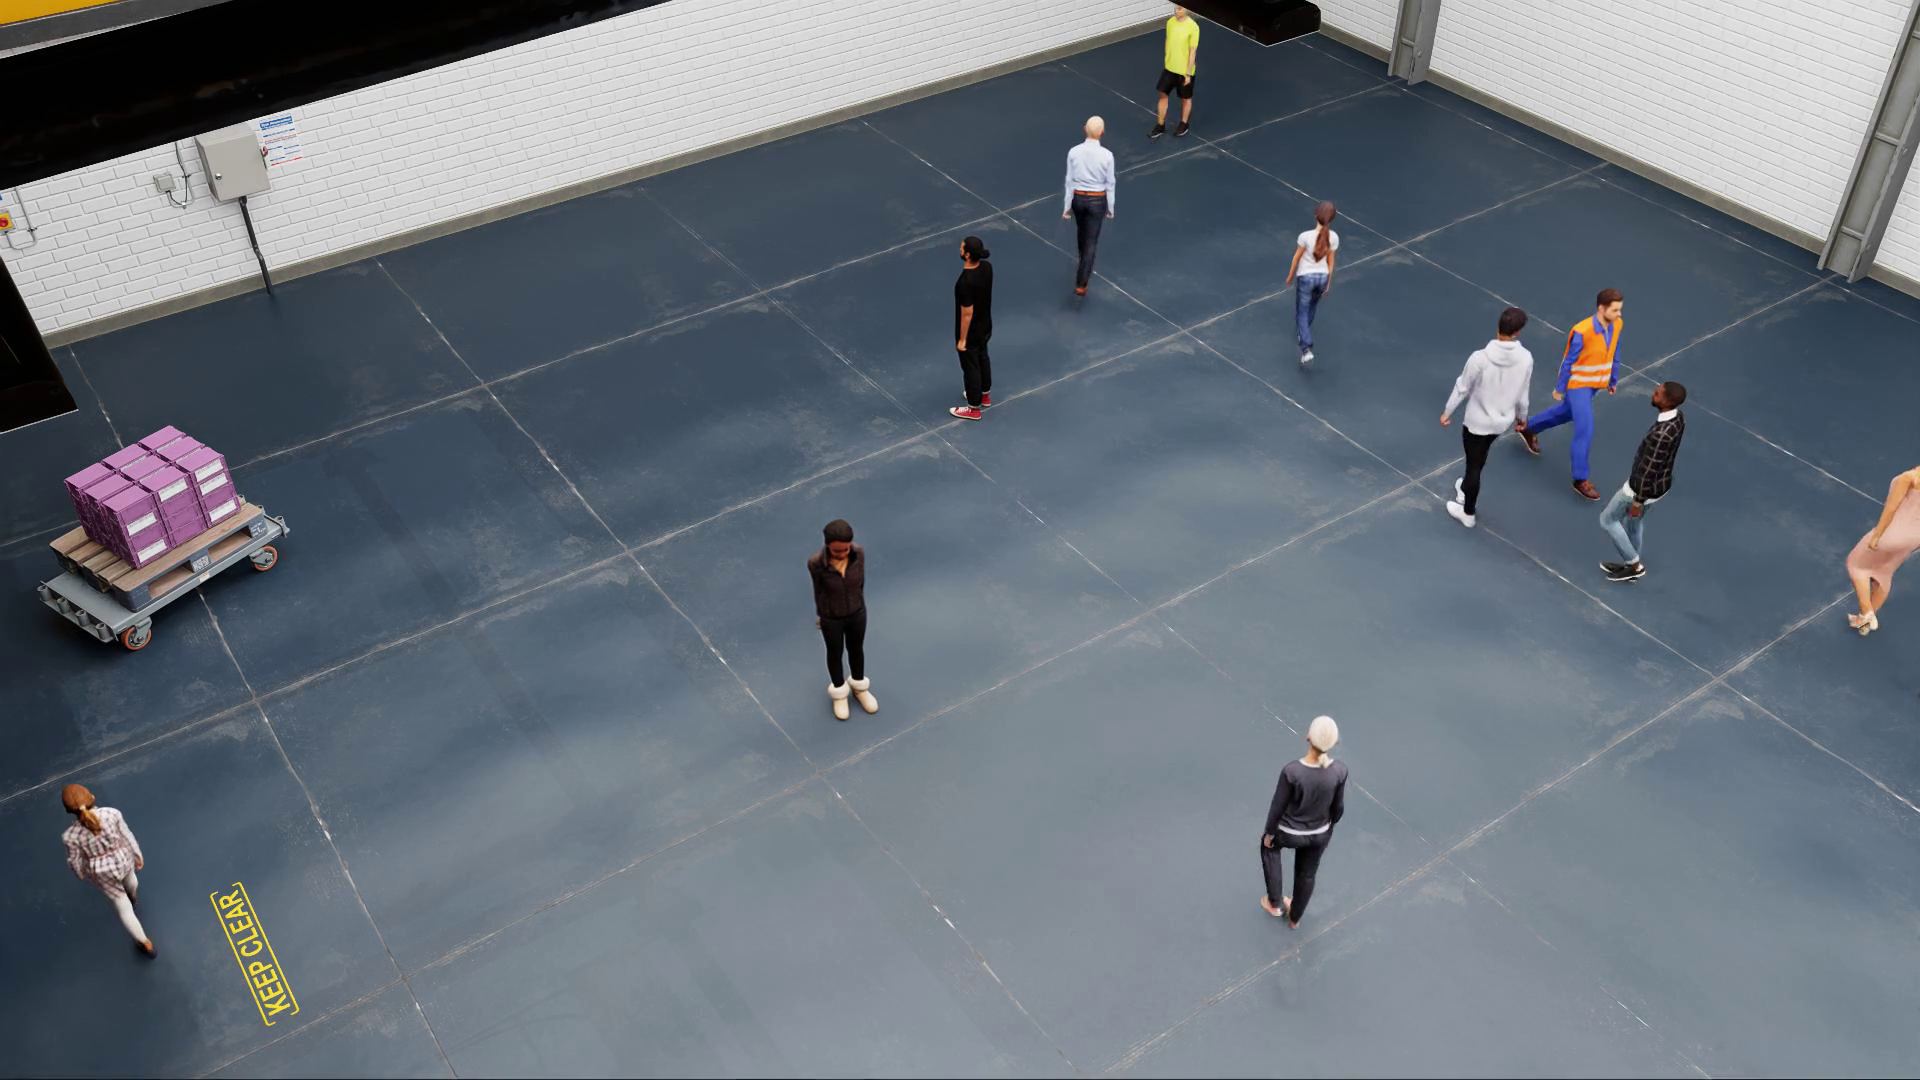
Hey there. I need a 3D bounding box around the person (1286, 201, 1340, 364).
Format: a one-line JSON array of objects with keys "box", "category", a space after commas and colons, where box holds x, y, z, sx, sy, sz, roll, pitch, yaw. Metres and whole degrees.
[{"box": [3.257, -2.366, 15.364, 0.896, 1.533, 1.097, -3, 39, -4], "category": "person"}]

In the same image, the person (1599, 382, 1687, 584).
[{"box": [5.308, -0.371, 12.646, 0.783, 1.808, 0.792, 24, 44, 27], "category": "person"}]

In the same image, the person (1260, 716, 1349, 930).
[{"box": [2.080, 1.776, 10.035, 0.747, 1.710, 0.772, -2, 39, -3], "category": "person"}]

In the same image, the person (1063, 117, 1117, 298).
[{"box": [1.250, -3.215, 16.249, 1.233, 1.754, 1.207, 11, 40, 14], "category": "person"}]

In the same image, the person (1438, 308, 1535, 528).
[{"box": [4.256, -0.919, 13.254, 1.007, 1.905, 1.029, -6, 39, -8], "category": "person"}]

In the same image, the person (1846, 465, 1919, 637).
[{"box": [6.895, 0.018, 12.151, 0.714, 1.819, 0.753, -8, 39, -10], "category": "person"}]

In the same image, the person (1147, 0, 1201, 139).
[{"box": [2.575, -5.471, 19.129, 0.821, 1.687, 0.806, 26, 46, 29], "category": "person"}]

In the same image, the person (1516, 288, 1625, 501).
[{"box": [5.099, -1.316, 13.821, 0.730, 1.819, 1.245, -21, 43, -25], "category": "person"}]

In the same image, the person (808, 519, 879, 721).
[{"box": [-0.832, 0.500, 11.675, 0.664, 1.659, 0.609, -23, 44, -26], "category": "person"}]

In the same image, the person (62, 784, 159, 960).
[{"box": [-5.120, 2.025, 10.083, 0.617, 1.261, 0.964, -30, 48, -32], "category": "person"}]

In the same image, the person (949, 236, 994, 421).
[{"box": [0.125, -1.864, 14.555, 0.722, 1.758, 0.715, 18, 42, 21], "category": "person"}]
